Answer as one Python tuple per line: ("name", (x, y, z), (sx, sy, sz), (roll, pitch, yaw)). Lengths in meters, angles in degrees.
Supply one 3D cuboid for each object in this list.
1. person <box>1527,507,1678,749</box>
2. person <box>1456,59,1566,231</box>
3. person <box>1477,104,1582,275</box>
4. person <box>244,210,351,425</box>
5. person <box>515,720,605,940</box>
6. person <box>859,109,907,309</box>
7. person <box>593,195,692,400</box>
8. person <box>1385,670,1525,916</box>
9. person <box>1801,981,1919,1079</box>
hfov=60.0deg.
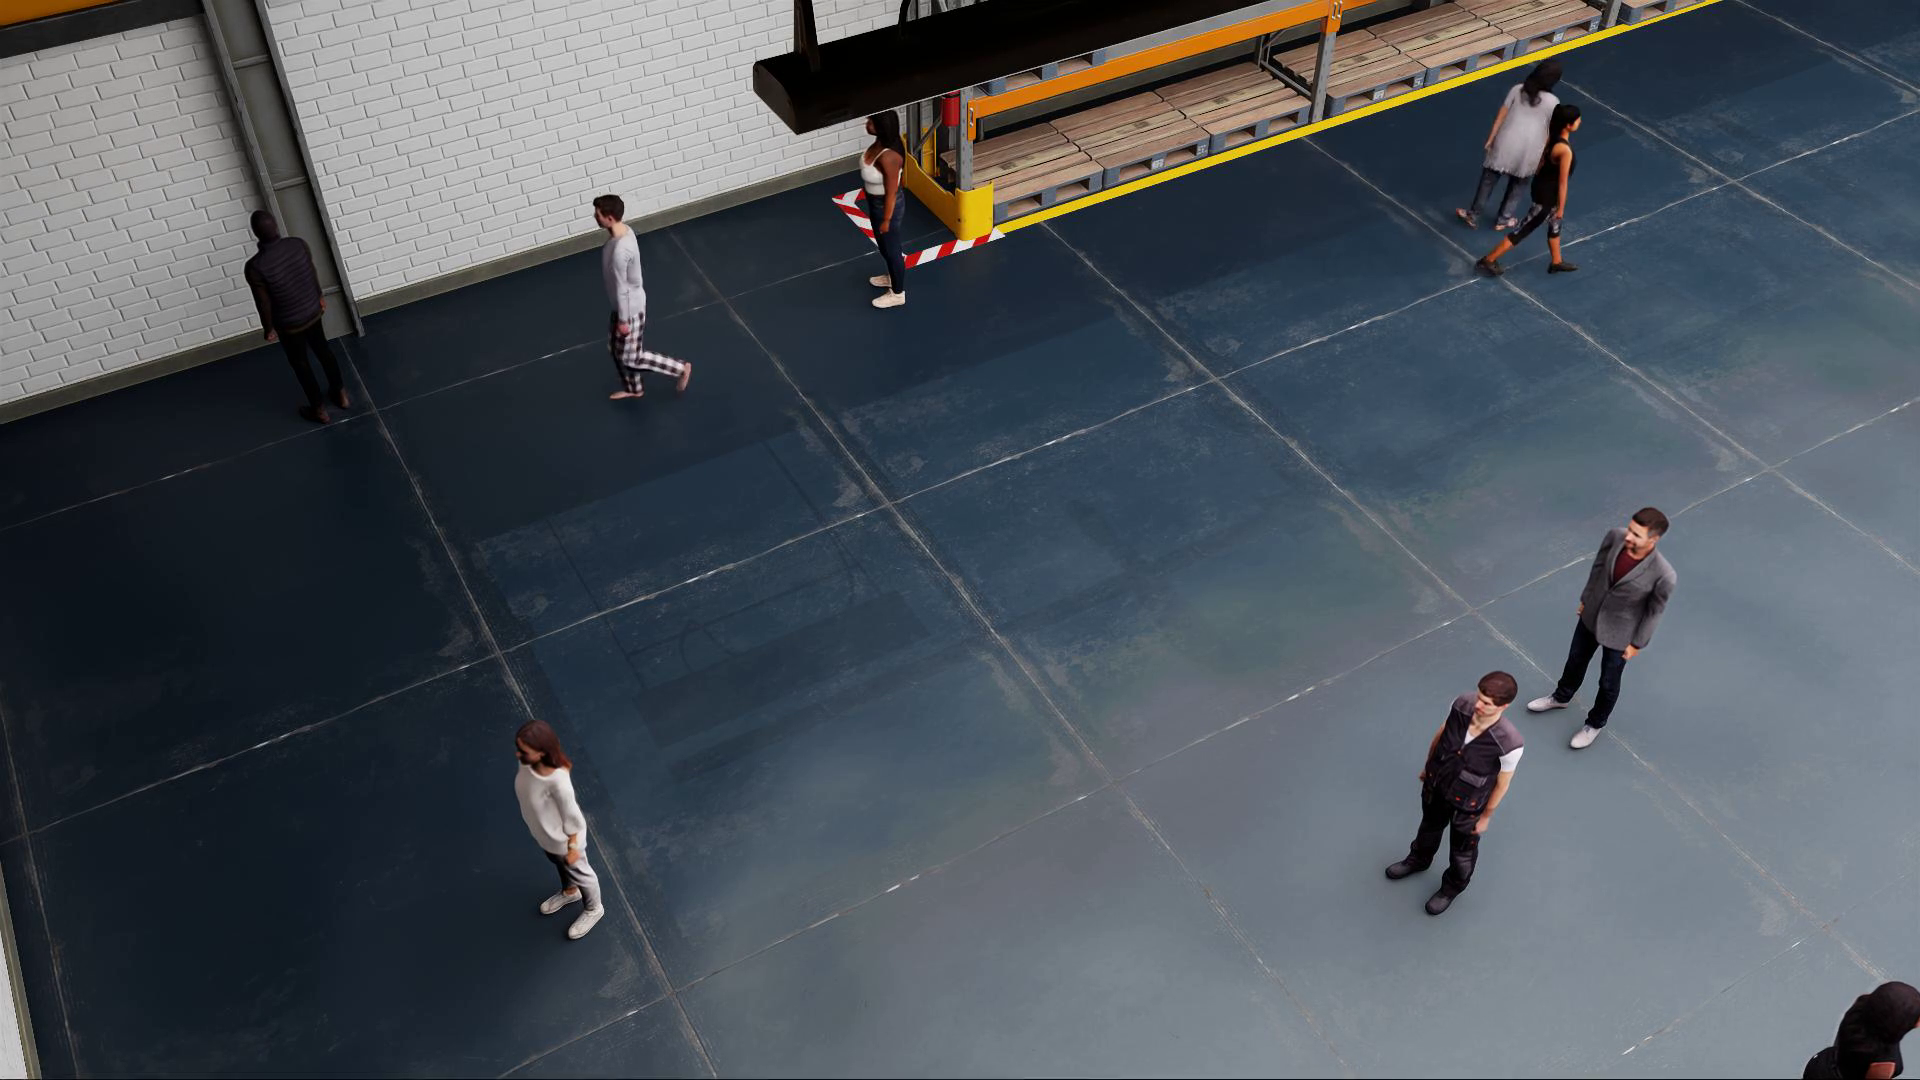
("person", (3.989, 0.504, 10.187), (0.575, 1.874, 0.665), (-22, 48, -22))
("person", (4.824, -3.437, 14.536), (0.921, 1.581, 0.935), (9, 44, 9))
("person", (4.828, -2.878, 13.922), (1.181, 1.618, 0.986), (1, 44, 1))
("person", (-4.999, -1.688, 12.515), (0.833, 1.835, 0.670), (27, 50, 25))
("person", (-2.232, 1.572, 9.201), (0.654, 1.688, 0.629), (34, 53, 30))
("person", (-0.588, -2.750, 13.649), (0.750, 1.809, 0.738), (-2, 44, -2))
("person", (-2.439, -1.788, 12.630), (0.988, 1.823, 0.801), (-7, 44, -7))
("person", (2.805, 1.380, 9.286), (0.588, 1.849, 0.665), (-26, 49, -25))
("person", (4.236, 2.652, 8.030), (0.710, 1.740, 0.668), (7, 44, 8))
